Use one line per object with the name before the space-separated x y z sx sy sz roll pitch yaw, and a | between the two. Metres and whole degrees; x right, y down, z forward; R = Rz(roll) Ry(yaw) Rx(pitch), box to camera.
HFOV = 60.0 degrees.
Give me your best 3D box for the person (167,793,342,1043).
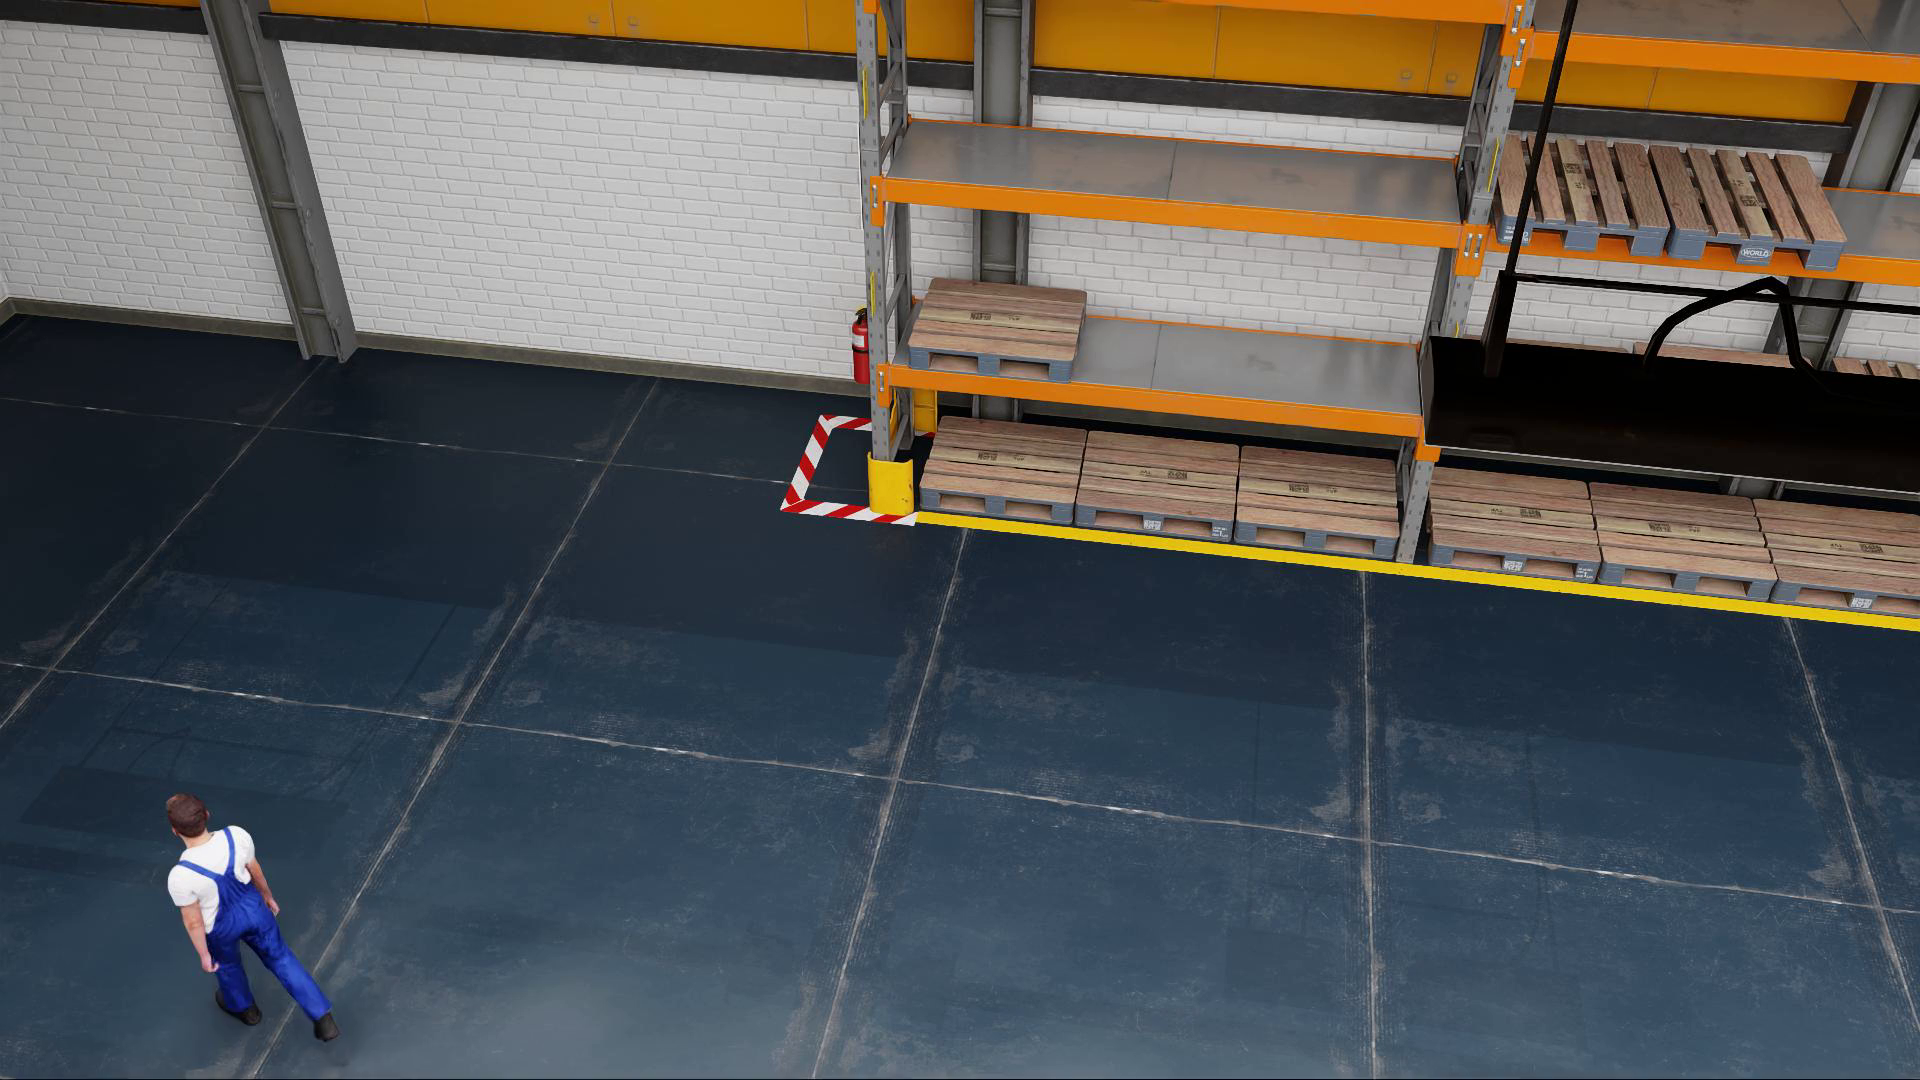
person | -3.727 2.031 8.674 1.237 1.826 0.969 24 45 27
